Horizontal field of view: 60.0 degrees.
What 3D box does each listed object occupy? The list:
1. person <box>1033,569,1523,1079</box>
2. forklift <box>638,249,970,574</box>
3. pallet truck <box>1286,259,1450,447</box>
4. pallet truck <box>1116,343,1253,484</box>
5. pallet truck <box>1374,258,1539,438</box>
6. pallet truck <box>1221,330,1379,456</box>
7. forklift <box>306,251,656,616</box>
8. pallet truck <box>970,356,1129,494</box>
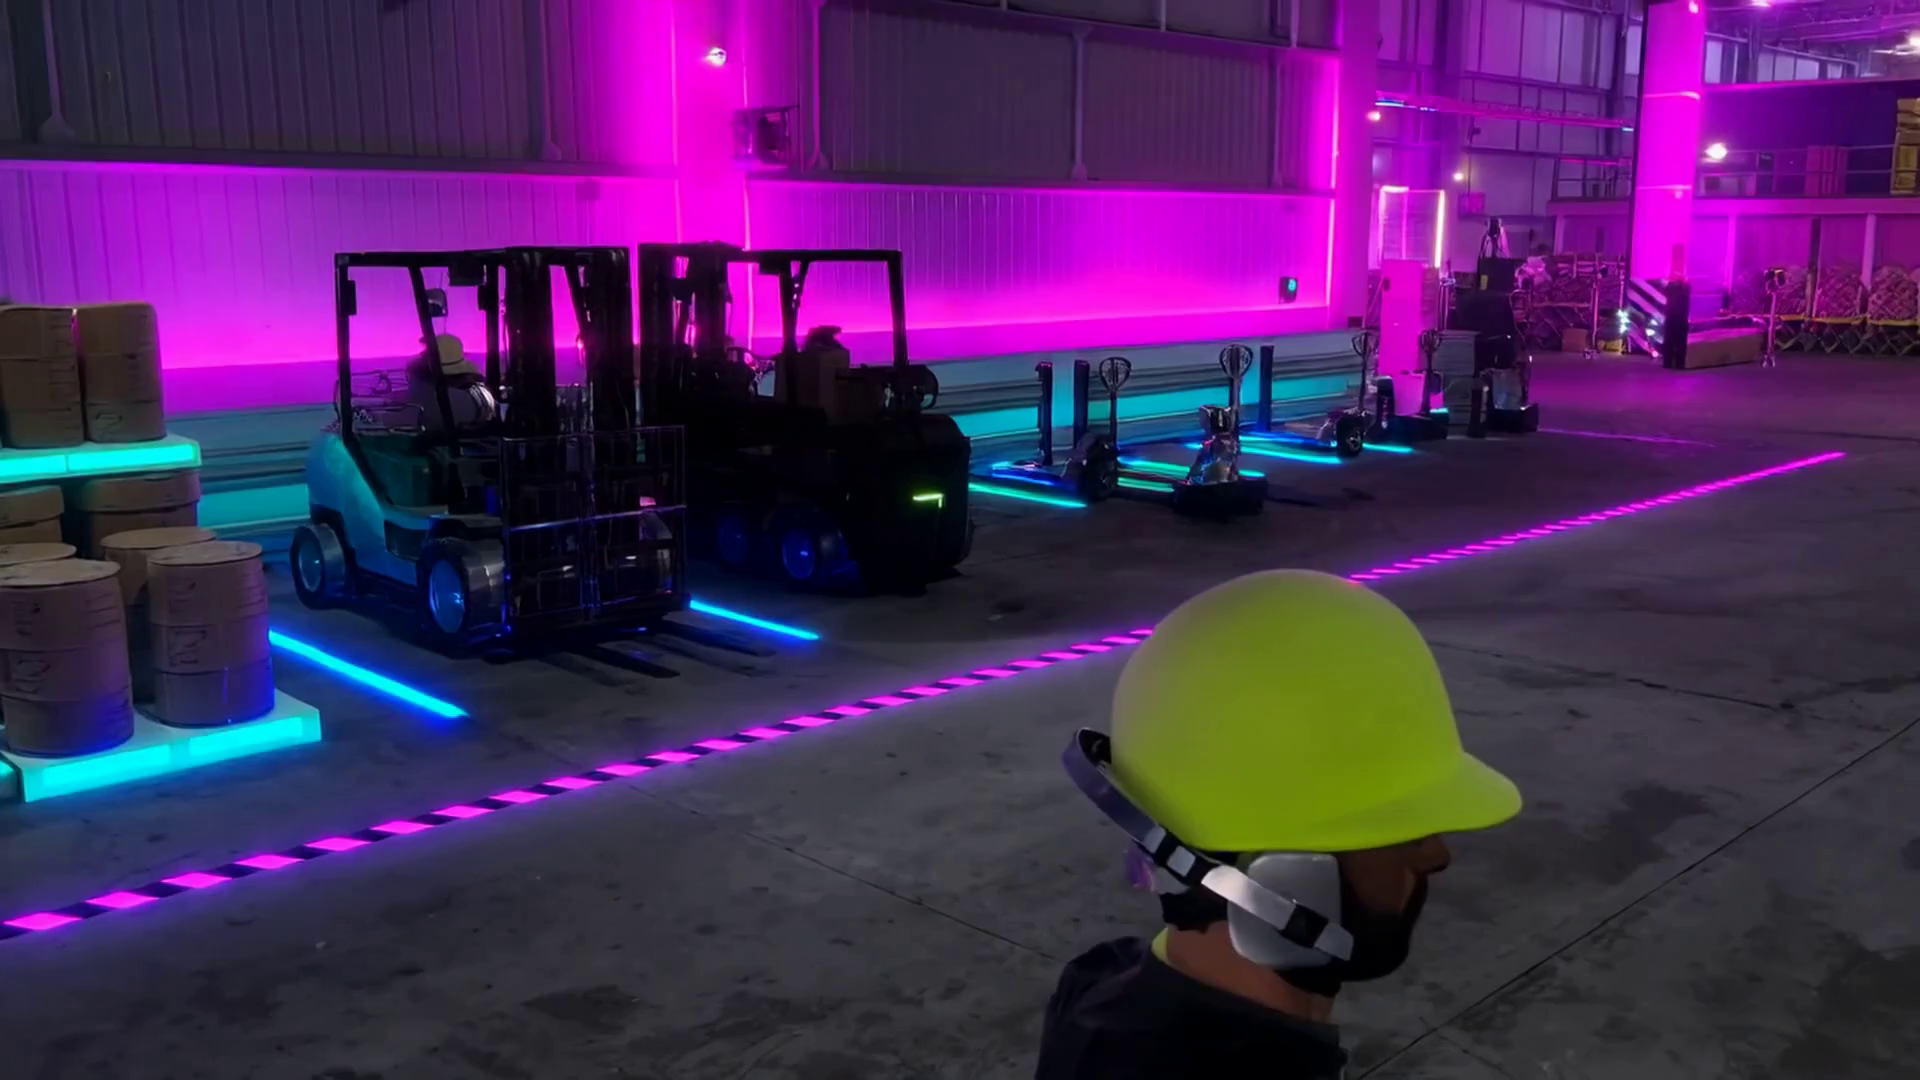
[{"bbox_3d":[0.226,1.005,1.384,0.378,1.996,0.611,-2,11,-9],"label":"person"},{"bbox_3d":[-1.173,-0.958,11.239,2.680,1.987,1.157,10,14,43],"label":"forklift"},{"bbox_3d":[4.493,-2.078,18.196,0.823,1.965,1.885,-9,14,-40],"label":"pallet truck"},{"bbox_3d":[1.962,-1.215,15.415,1.522,1.261,0.704,10,14,43],"label":"pallet truck"},{"bbox_3d":[5.704,-2.208,18.901,1.885,1.965,0.823,10,14,43],"label":"pallet truck"},{"bbox_3d":[3.563,-1.581,17.381,0.653,1.274,1.630,-10,14,-44],"label":"pallet truck"},{"bbox_3d":[-2.833,-0.669,9.694,1.157,1.987,2.680,-10,14,-44],"label":"forklift"},{"bbox_3d":[0.784,-1.085,14.876,0.680,1.201,1.601,-10,14,-44],"label":"pallet truck"}]
